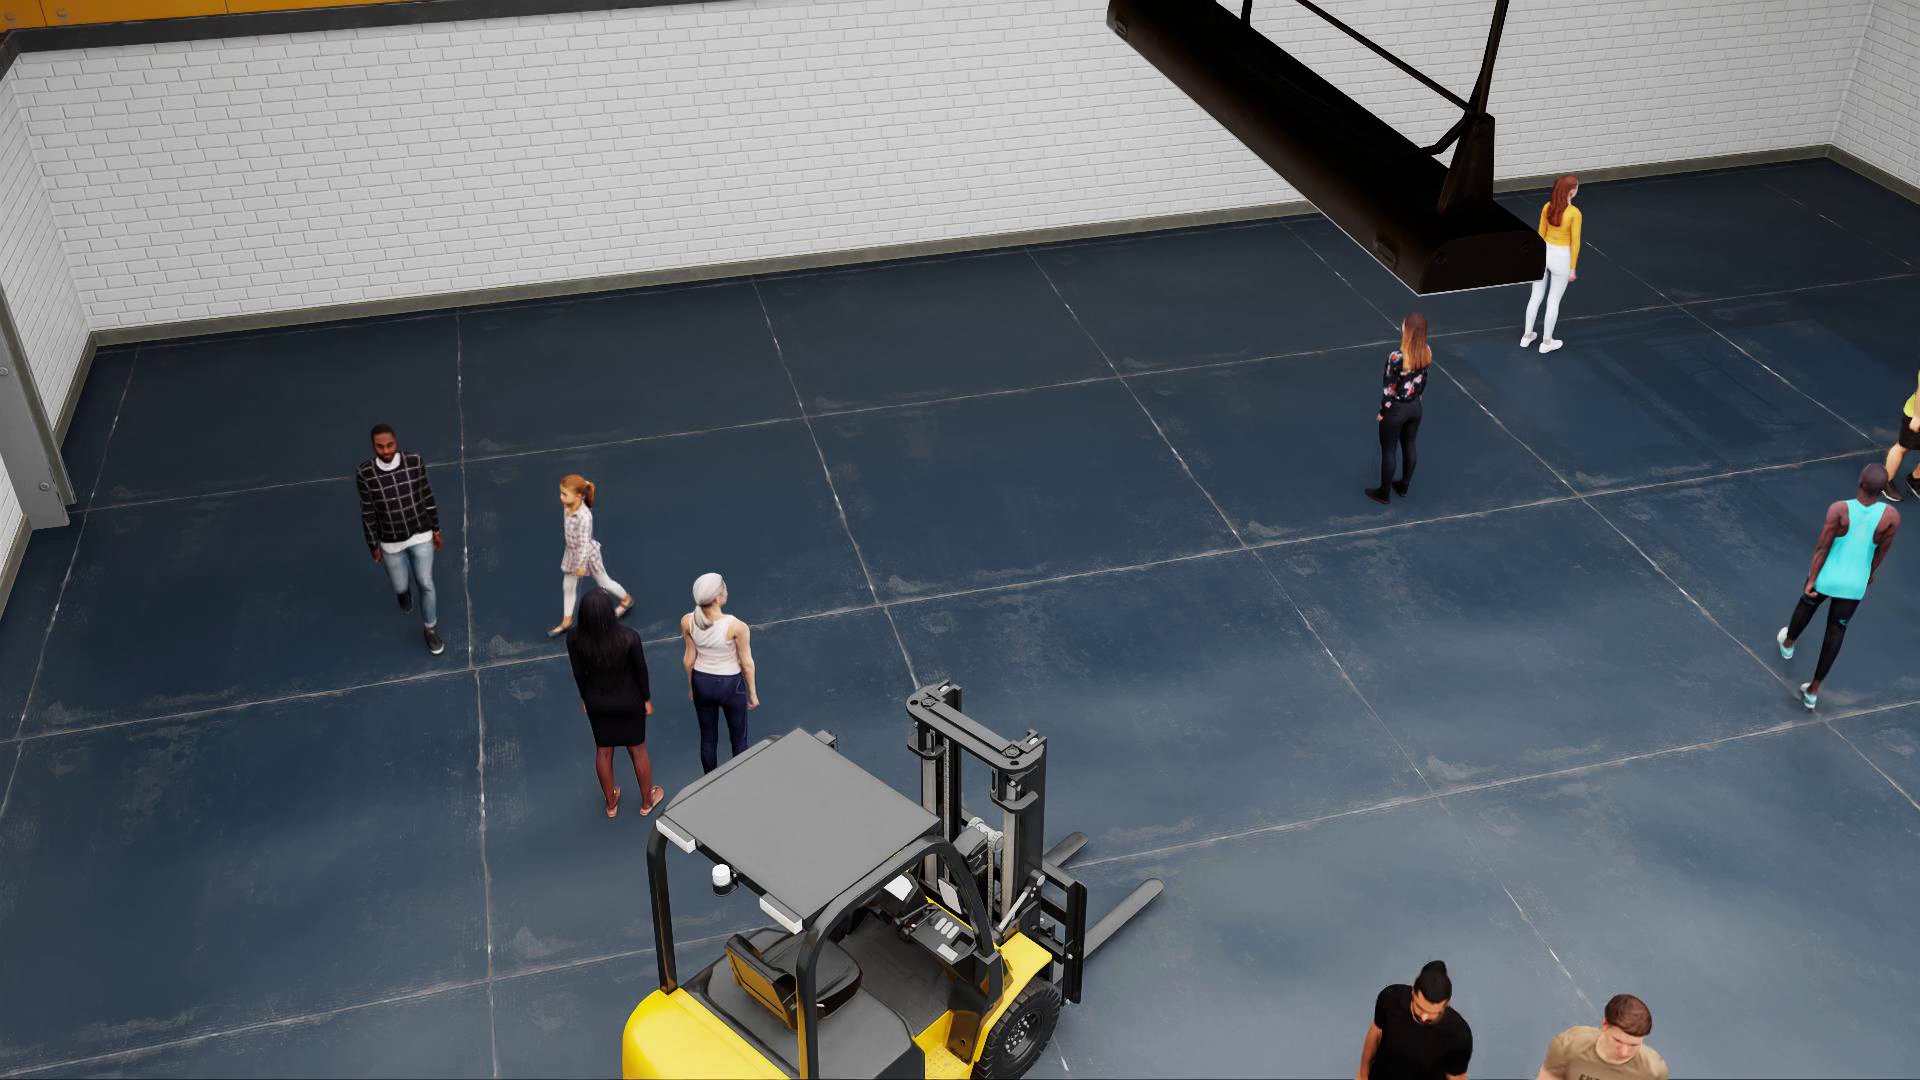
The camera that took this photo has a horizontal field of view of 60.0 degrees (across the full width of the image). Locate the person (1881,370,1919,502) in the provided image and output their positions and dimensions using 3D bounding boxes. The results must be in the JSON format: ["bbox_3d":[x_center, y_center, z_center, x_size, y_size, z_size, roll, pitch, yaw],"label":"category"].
[{"bbox_3d":[7.791,-1.102,13.456,0.619,1.695,0.638,-7,34,-10],"label":"person"}]

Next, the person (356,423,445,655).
[{"bbox_3d":[-3.954,-0.077,11.821,0.783,1.799,1.013,-16,37,-22],"label":"person"}]

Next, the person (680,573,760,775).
[{"bbox_3d":[-1.503,0.942,10.376,0.685,1.701,0.682,6,34,9],"label":"person"}]

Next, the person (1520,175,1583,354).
[{"bbox_3d":[5.590,-2.613,15.679,0.741,1.750,0.643,-27,42,-34],"label":"person"}]

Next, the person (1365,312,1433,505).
[{"bbox_3d":[3.573,-1.066,13.413,0.609,1.683,0.570,-15,37,-22],"label":"person"}]

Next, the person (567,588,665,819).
[{"bbox_3d":[-2.136,1.000,10.271,0.667,1.720,0.610,1,34,1],"label":"person"}]

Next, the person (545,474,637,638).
[{"bbox_3d":[-2.660,0.092,12.035,0.835,1.279,0.942,-24,41,-32],"label":"person"}]

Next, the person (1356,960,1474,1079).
[{"bbox_3d":[2.154,2.574,7.892,1.066,1.732,1.064,24,40,31],"label":"person"}]

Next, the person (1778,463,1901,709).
[{"bbox_3d":[5.938,0.339,11.207,0.980,1.785,1.120,12,36,18],"label":"person"}]

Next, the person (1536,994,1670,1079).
[{"bbox_3d":[2.865,2.670,7.686,1.144,1.801,1.277,14,36,20],"label":"person"}]
